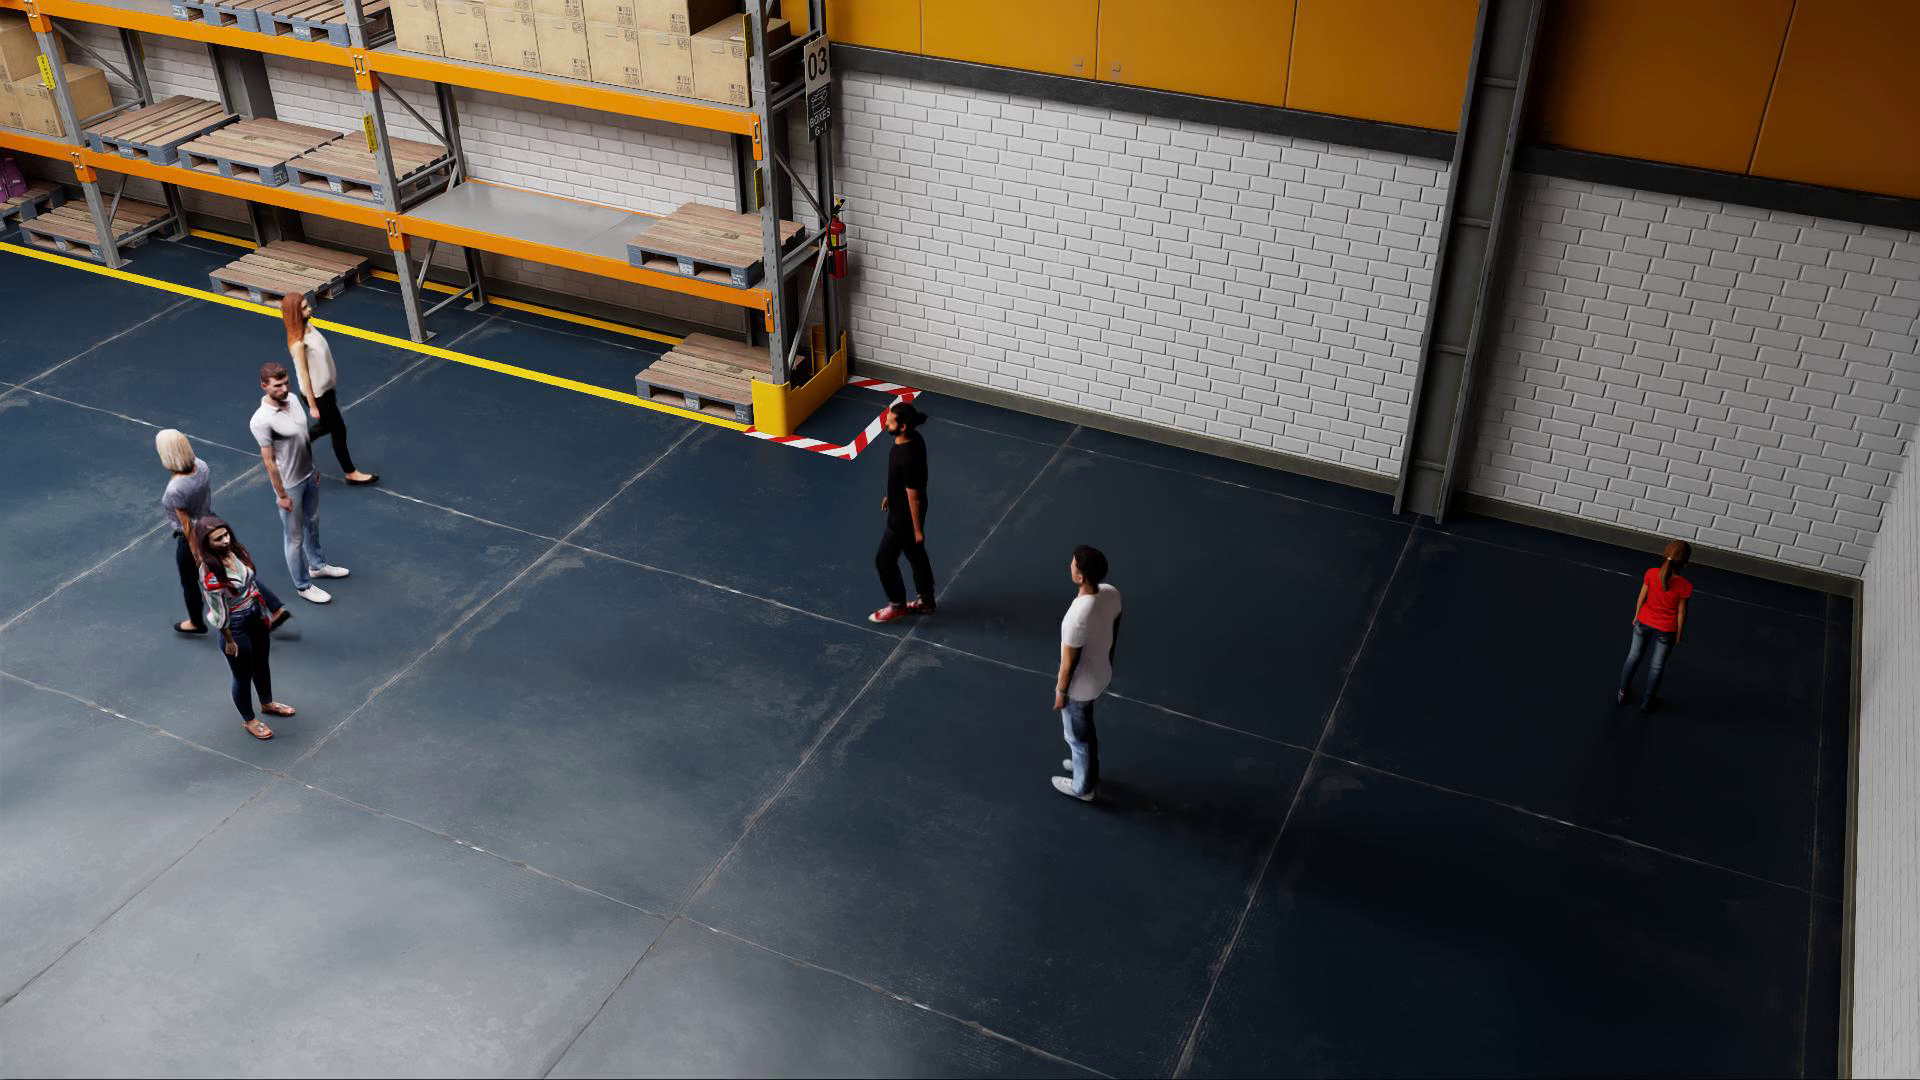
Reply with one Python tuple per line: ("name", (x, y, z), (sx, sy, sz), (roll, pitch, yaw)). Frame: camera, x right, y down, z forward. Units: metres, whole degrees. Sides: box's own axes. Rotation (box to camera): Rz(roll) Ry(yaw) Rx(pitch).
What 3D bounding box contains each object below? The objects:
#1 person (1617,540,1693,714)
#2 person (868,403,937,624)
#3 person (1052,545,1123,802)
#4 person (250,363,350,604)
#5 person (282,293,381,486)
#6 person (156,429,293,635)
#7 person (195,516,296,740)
("person", (4.598, 0.562, 10.975), (0.501, 1.311, 0.590), (25, 41, 33))
("person", (-0.293, -0.193, 11.721), (0.845, 1.743, 0.778), (1, 34, 1))
("person", (0.825, 0.851, 10.047), (0.666, 1.856, 0.718), (21, 39, 28))
("person", (-4.812, -0.441, 11.994), (0.641, 1.853, 0.704), (6, 34, 9))
("person", (-5.178, -1.163, 13.216), (1.084, 1.702, 0.899), (-3, 34, -5))
("person", (-5.147, -0.011, 11.495), (1.161, 1.688, 0.750), (7, 34, 11))
("person", (-4.645, 0.539, 10.737), (0.552, 1.612, 0.627), (9, 35, 13))
